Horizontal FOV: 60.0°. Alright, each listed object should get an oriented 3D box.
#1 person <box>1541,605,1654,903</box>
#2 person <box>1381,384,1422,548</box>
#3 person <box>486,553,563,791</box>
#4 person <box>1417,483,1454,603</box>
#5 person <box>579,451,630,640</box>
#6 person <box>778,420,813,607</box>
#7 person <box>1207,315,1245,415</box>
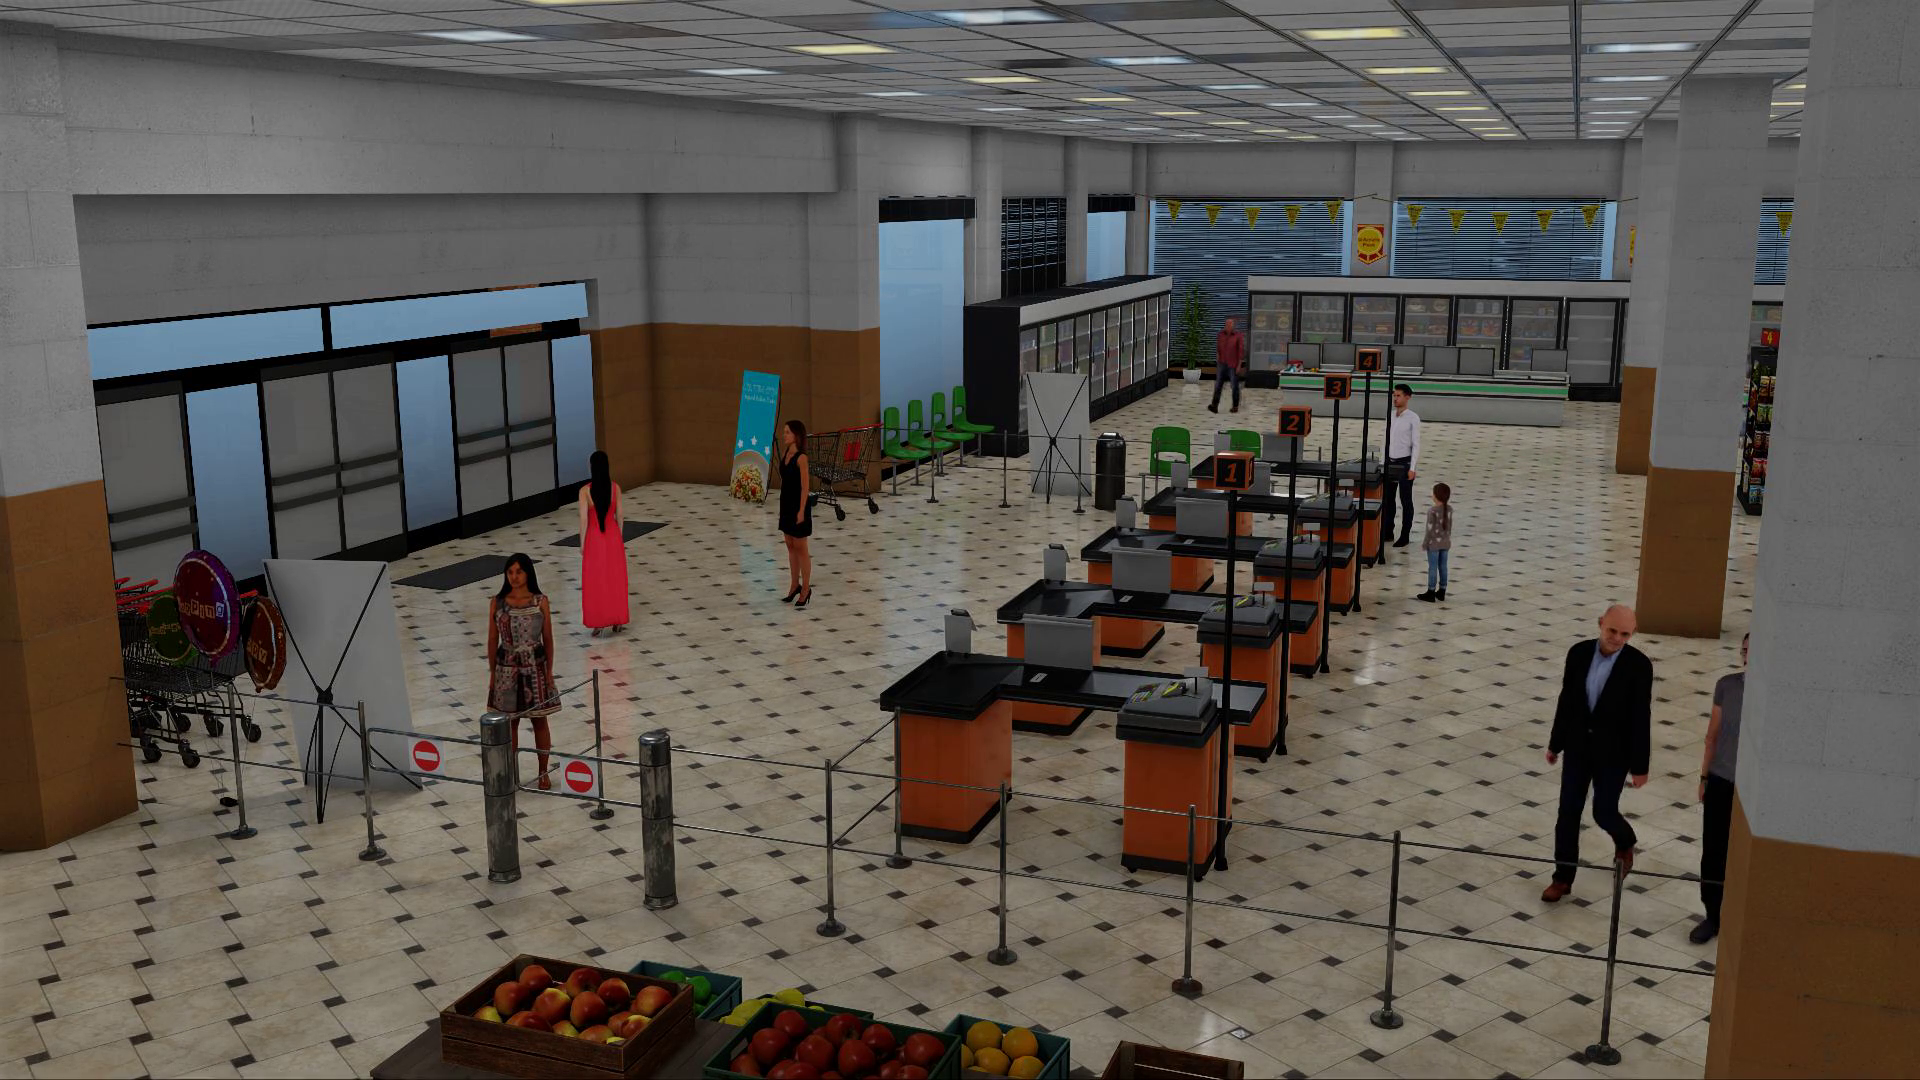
[{"bbox_3d":[3.702,1.201,9.553,1.067,1.766,1.075,-9,15,-38],"label":"person"},{"bbox_3d":[5.071,-0.875,19.168,0.780,1.868,0.683,-9,15,-37],"label":"person"},{"bbox_3d":[-2.977,0.889,11.329,0.639,1.645,0.784,-2,12,-7],"label":"person"},{"bbox_3d":[4.759,0.020,16.551,0.553,1.194,0.610,-6,13,-26],"label":"person"},{"bbox_3d":[-3.259,0.036,15.183,0.712,1.727,0.747,-8,14,-34],"label":"person"},{"bbox_3d":[-1.617,-0.267,16.358,0.723,1.835,0.626,-9,15,-36],"label":"person"},{"bbox_3d":[4.947,-3.177,30.307,1.163,1.783,0.900,7,14,30],"label":"person"}]
